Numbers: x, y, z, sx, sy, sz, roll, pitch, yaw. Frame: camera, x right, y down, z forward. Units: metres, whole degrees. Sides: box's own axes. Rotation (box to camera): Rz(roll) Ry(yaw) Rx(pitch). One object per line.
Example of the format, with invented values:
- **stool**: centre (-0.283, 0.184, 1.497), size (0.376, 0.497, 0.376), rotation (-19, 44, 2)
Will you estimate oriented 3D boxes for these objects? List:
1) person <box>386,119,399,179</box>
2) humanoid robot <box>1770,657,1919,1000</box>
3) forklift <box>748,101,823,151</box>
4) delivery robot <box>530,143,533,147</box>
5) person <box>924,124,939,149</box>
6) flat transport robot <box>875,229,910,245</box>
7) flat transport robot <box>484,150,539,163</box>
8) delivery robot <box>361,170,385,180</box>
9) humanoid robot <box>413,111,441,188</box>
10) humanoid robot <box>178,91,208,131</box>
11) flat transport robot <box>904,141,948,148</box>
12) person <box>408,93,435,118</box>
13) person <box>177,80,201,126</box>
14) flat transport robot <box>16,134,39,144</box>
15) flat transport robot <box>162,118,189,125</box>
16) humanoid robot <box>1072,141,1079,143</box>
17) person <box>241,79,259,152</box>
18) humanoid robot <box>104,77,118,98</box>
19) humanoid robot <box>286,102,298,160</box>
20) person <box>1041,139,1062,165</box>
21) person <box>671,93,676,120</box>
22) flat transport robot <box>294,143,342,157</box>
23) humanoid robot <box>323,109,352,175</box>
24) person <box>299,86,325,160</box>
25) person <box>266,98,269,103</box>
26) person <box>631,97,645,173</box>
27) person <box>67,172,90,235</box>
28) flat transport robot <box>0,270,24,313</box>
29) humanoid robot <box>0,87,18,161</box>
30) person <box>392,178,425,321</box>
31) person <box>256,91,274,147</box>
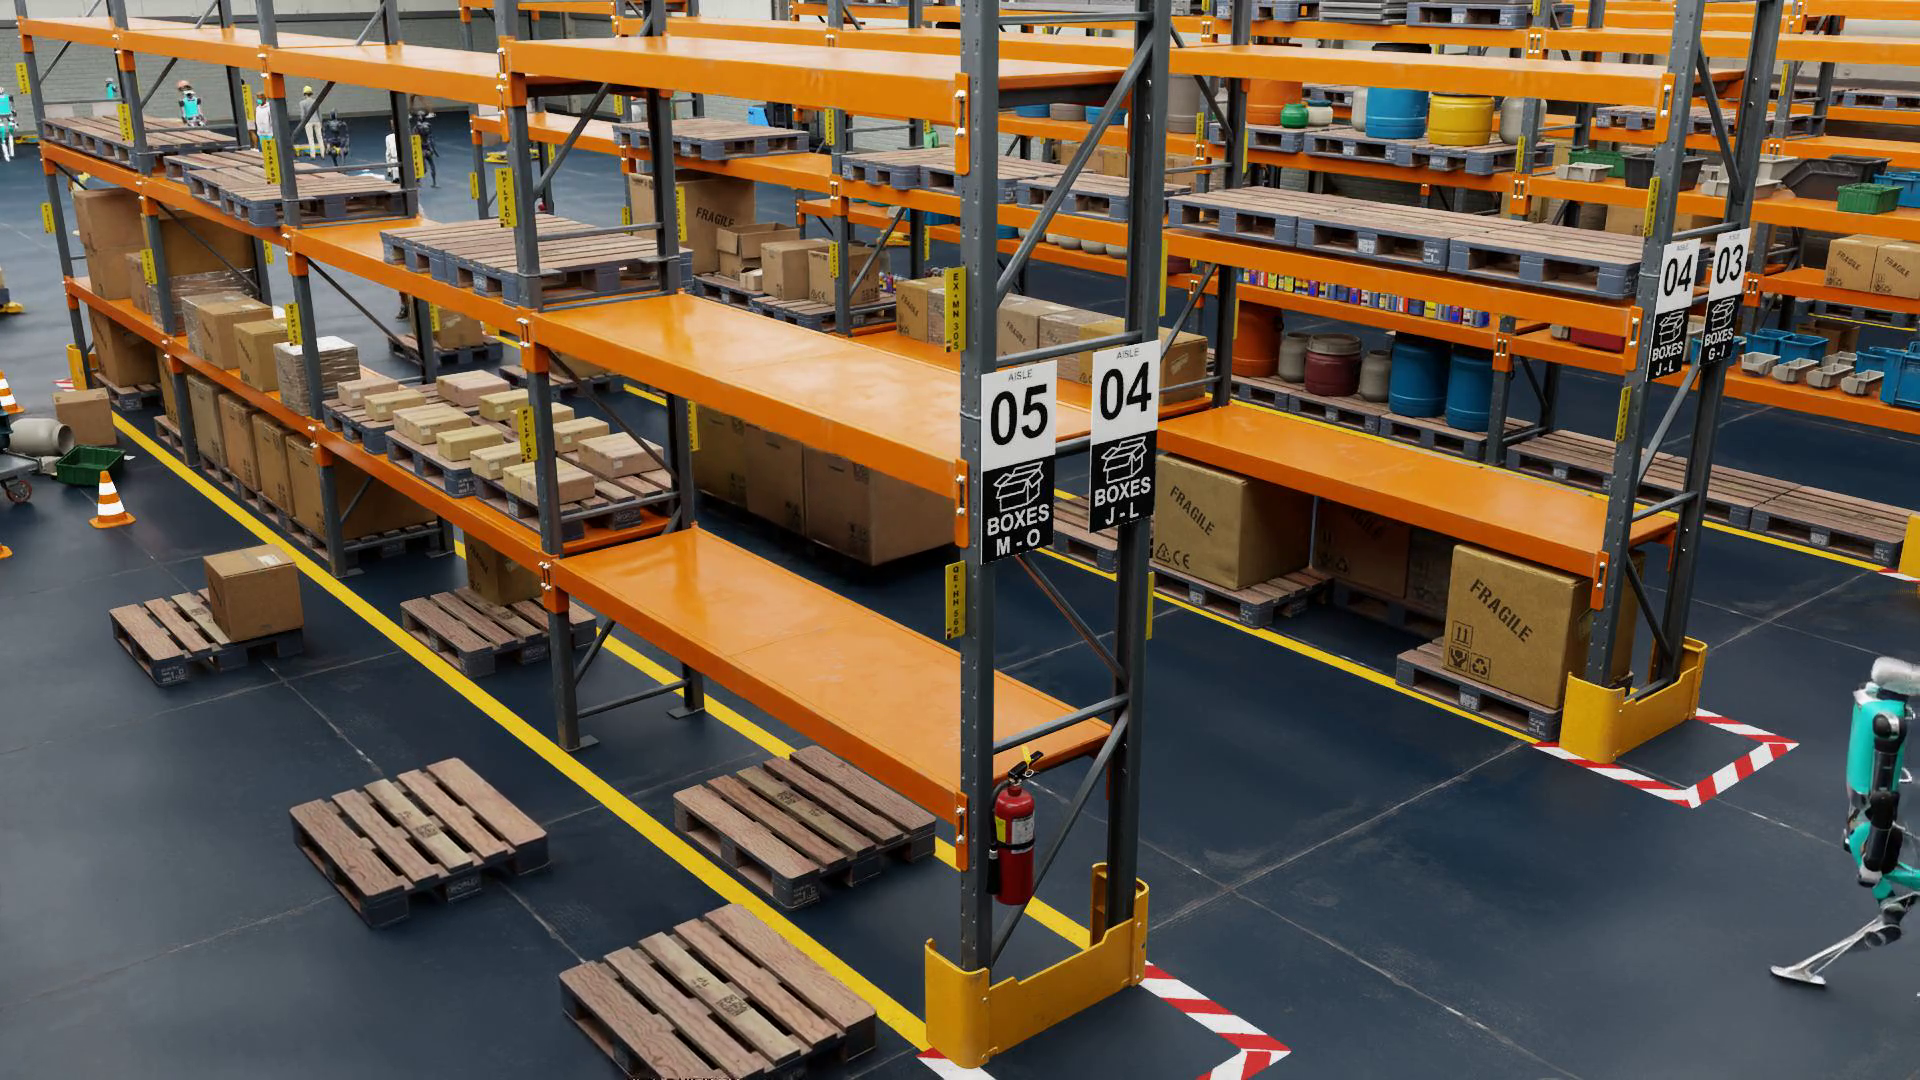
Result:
- **person**: centre (-10.549, -7.003, 31.433), size (0.584, 1.882, 0.341), rotation (3, 20, 9)
- **humanoid robot**: centre (4.496, 1.421, 7.751), size (1.025, 1.780, 0.538), rotation (6, 20, 17)
- **forklift**: centre (-4.526, -11.368, 42.374), size (1.129, 2.768, 1.873), rotation (-15, 24, -37)
- **delivery robot**: centre (-10.932, -10.496, 43.362), size (0.499, 0.585, 0.765), rotation (-12, 23, -31)
- **person**: centre (-0.603, -7.559, 33.248), size (0.478, 1.734, 0.315), rotation (13, 23, 33)
- **flat transport robot**: centre (-0.990, -5.379, 29.244), size (0.659, 0.231, 1.431), rotation (4, 20, 12)
- **flat transport robot**: centre (-10.887, -9.370, 40.603), size (0.659, 0.231, 1.431), rotation (11, 22, 28)
- **delivery robot**: centre (-12.243, -7.380, 34.518), size (0.499, 0.601, 0.783), rotation (7, 21, 19)
- **humanoid robot**: centre (-11.513, -8.370, 35.641), size (0.464, 1.638, 0.610), rotation (10, 22, 27)
- **humanoid robot**: centre (-17.894, -9.662, 39.122), size (0.671, 1.750, 0.551), rotation (13, 23, 33)
- **flat transport robot**: centre (-0.750, -7.691, 35.824), size (0.659, 0.231, 1.431), rotation (-8, 21, -21)
- **person**: centre (-16.736, -13.897, 51.145), size (1.000, 1.824, 0.546), rotation (-16, 25, -39)
- **person**: centre (-18.259, -9.905, 39.562), size (0.913, 1.978, 0.657), rotation (-1, 19, -4)
- **flat transport robot**: centre (-24.363, -10.668, 44.297), size (1.431, 0.231, 0.659), rotation (7, 21, 20)
- **flat transport robot**: centre (-19.419, -9.563, 41.151), size (0.659, 0.231, 1.431), rotation (11, 22, 28)
- **humanoid robot**: centre (2.187, -7.715, 33.701), size (0.936, 1.781, 0.541), rotation (-12, 22, -30)
- **person**: centre (-18.062, -10.732, 42.107), size (0.793, 1.844, 0.407), rotation (11, 22, 27)
- **humanoid robot**: centre (-22.451, -11.201, 43.681), size (0.813, 1.804, 0.548), rotation (-18, 26, -41)
- **humanoid robot**: centre (-15.621, -9.315, 38.386), size (0.740, 1.630, 0.584), rotation (1, 19, 2)
- **person**: centre (1.732, -6.895, 31.302), size (0.402, 1.761, 0.552), rotation (-11, 22, -29)
- **person**: centre (-7.310, -10.527, 41.352), size (0.495, 1.966, 0.459), rotation (-5, 20, -14)
- **flat transport robot**: centre (-16.319, -9.838, 41.935), size (1.431, 0.231, 0.659), rotation (-11, 22, -29)
- **humanoid robot**: centre (-13.614, -8.592, 36.348), size (0.589, 1.630, 0.786), rotation (-4, 20, -12)
- **person**: centre (-15.862, -10.194, 40.690), size (0.525, 1.767, 0.329), rotation (-16, 25, -38)
- **person**: centre (-18.534, -11.613, 44.825), size (0.317, 1.699, 0.538), rotation (-9, 21, -24)
- **person**: centre (-7.332, -9.131, 37.472), size (0.359, 1.896, 0.569), rotation (4, 20, 12)
- **person**: centre (-15.780, -6.402, 29.734), size (0.398, 1.886, 0.508), rotation (-3, 20, -9)
- **flat transport robot**: centre (-13.858, -3.190, 23.015), size (0.659, 0.231, 1.431), rotation (16, 25, 38)
- **humanoid robot**: centre (-23.341, -10.147, 40.645), size (0.544, 1.794, 0.854), rotation (-14, 24, -35)
- **person**: centre (-7.535, -4.020, 22.876), size (0.601, 1.937, 0.825), rotation (8, 21, 22)
- **person**: centre (-15.562, -9.099, 37.352), size (0.490, 1.917, 0.384), rotation (7, 21, 19)
